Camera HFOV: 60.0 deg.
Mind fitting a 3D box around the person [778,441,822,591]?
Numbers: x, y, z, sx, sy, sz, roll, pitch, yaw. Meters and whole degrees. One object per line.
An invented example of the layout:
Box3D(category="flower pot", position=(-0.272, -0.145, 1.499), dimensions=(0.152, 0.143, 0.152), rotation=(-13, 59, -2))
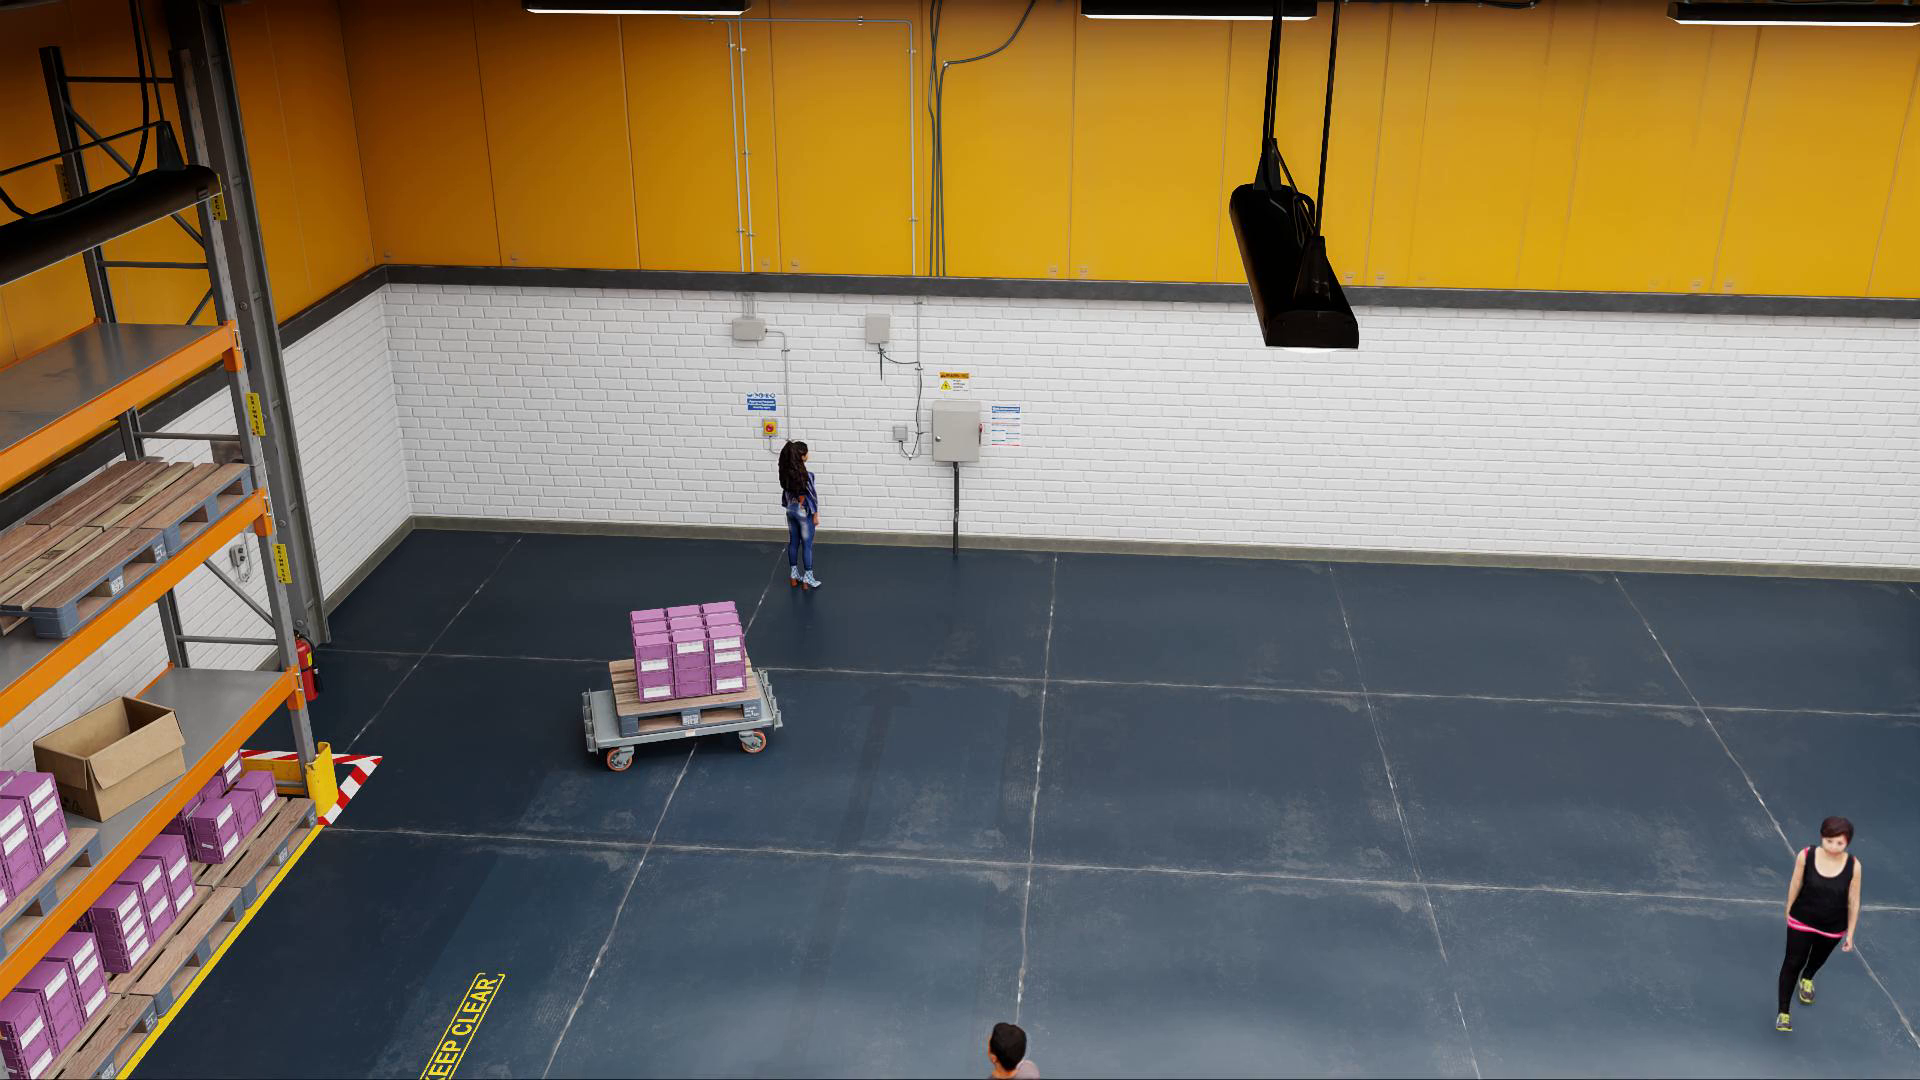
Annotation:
Box3D(category="person", position=(-1.648, -0.270, 17.202), dimensions=(0.703, 1.617, 0.727), rotation=(18, 29, 35))

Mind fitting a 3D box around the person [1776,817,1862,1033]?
Box3D(category="person", position=(5.715, 2.475, 11.051), dimensions=(0.771, 1.514, 1.081), rotation=(9, 25, 21))

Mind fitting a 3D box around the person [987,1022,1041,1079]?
Box3D(category="person", position=(0.235, 3.305, 8.836), dimensions=(0.687, 1.767, 0.769), rotation=(-13, 27, -27))
